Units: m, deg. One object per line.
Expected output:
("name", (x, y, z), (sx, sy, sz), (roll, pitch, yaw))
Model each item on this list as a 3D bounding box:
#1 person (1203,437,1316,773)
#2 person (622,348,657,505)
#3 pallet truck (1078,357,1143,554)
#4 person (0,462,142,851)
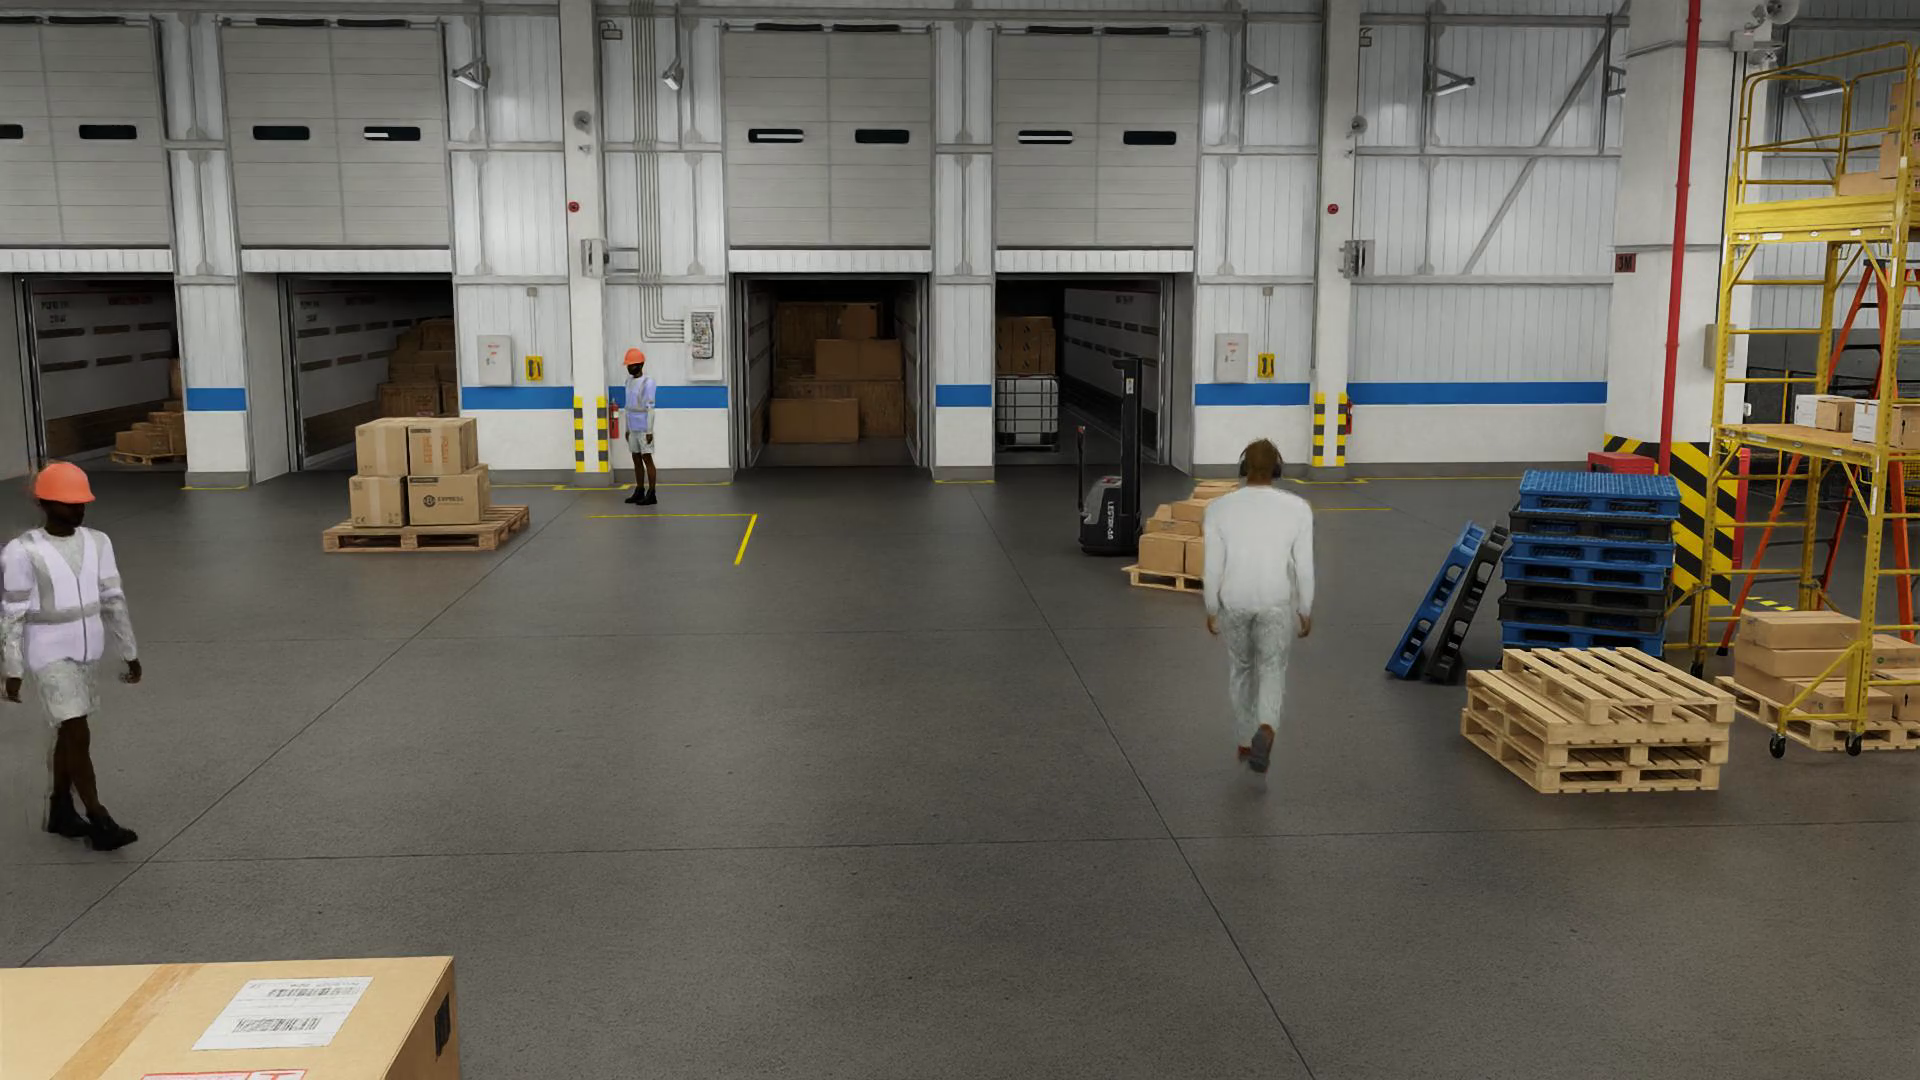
("person", (1.682, 0.378, 9.416), (0.633, 1.917, 0.759), (2, 9, 12))
("person", (-3.958, -1.388, 20.449), (0.543, 1.930, 0.389), (9, 13, 44))
("pallet truck", (2.088, -0.836, 16.757), (1.885, 1.965, 0.823), (2, 9, 13))
("person", (-4.283, 0.576, 8.169), (0.859, 1.905, 0.578), (4, 10, 24))
